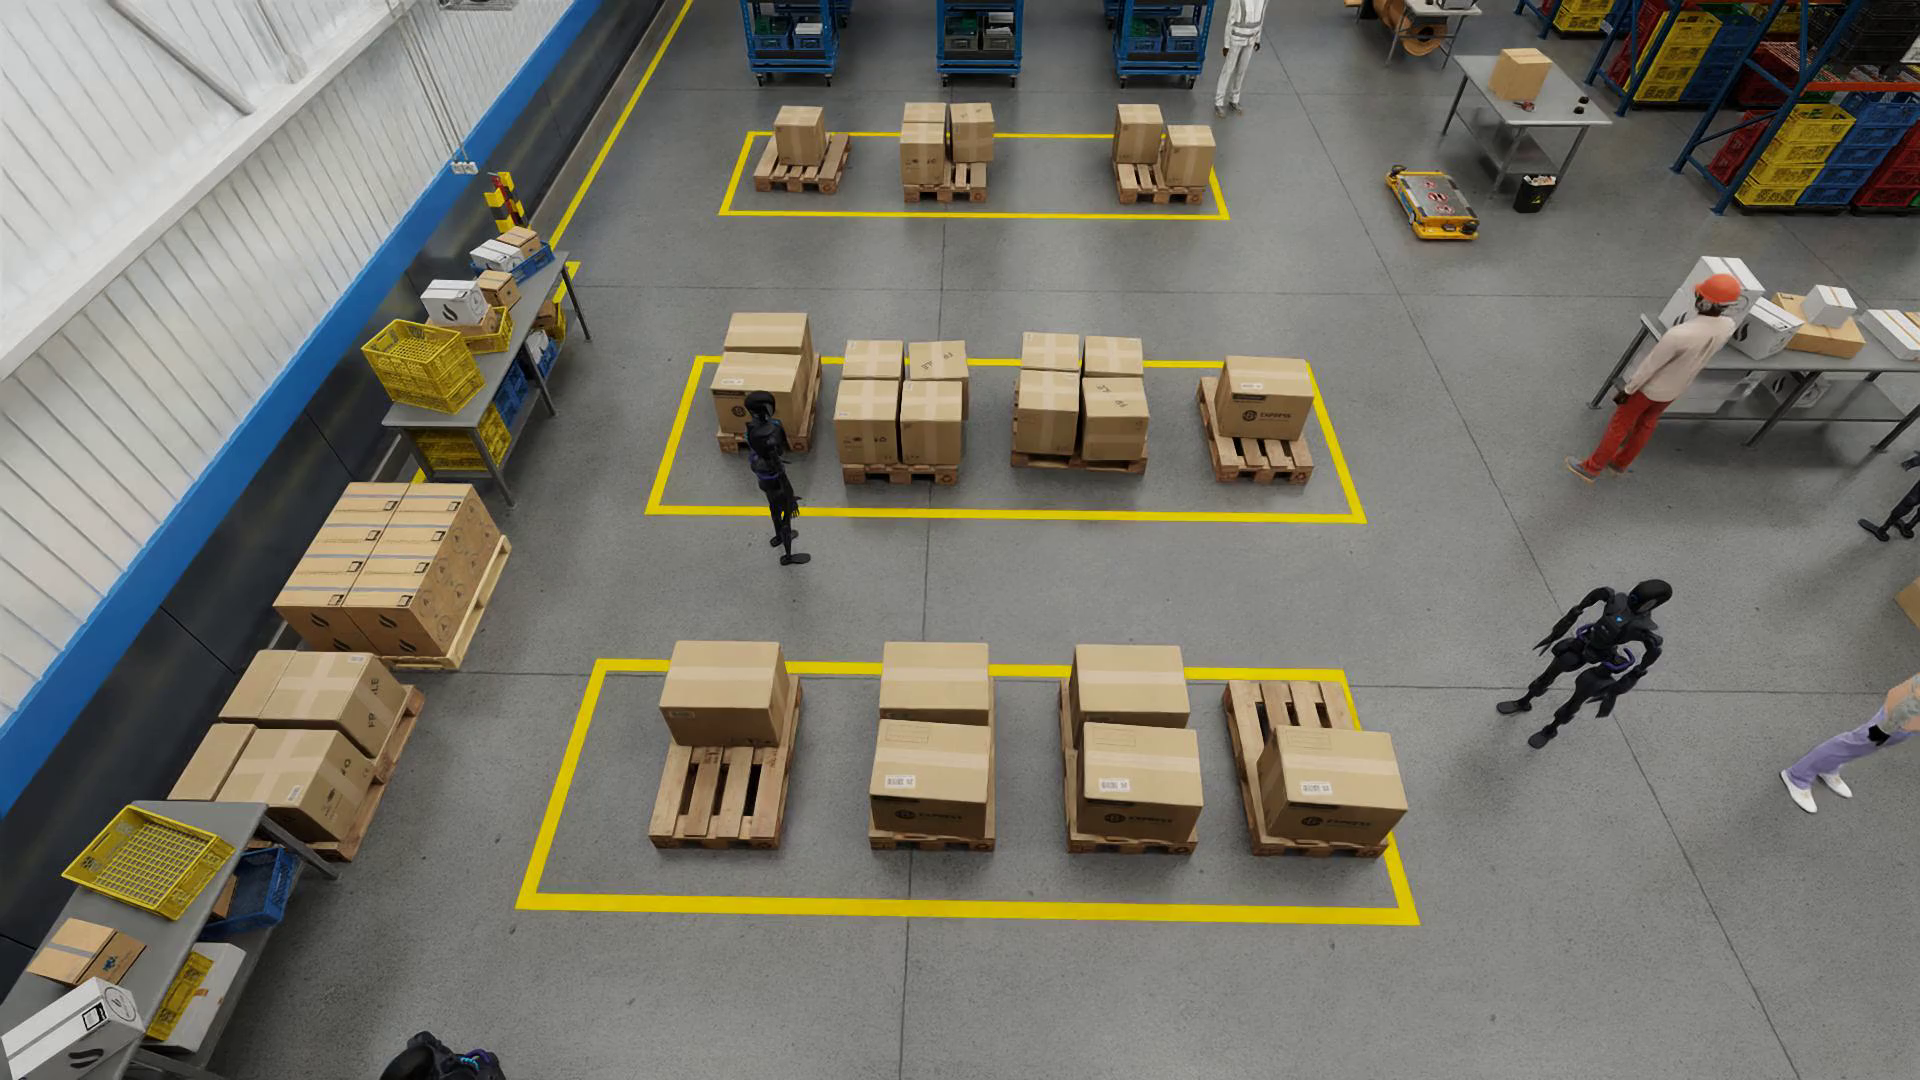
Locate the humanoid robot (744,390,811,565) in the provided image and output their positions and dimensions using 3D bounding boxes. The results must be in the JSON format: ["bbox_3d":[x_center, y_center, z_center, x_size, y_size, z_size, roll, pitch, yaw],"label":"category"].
[{"bbox_3d":[-1.398,-0.481,7.009,0.327,1.657,0.589,-19,52,-16],"label":"humanoid robot"}]

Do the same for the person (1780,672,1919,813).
[{"bbox_3d":[5.822,1.054,5.525,0.588,1.926,0.385,-13,50,-11],"label":"person"}]

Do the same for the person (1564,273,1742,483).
[{"bbox_3d":[5.706,-1.283,7.508,0.617,1.987,0.395,-11,50,-10],"label":"person"}]

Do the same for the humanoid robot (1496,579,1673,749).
[{"bbox_3d":[4.048,0.796,5.903,0.316,1.657,0.603,-16,51,-13],"label":"humanoid robot"}]

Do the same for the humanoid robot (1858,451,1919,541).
[{"bbox_3d":[7.822,-0.654,7.158,0.601,1.658,0.324,-4,49,-3],"label":"humanoid robot"}]

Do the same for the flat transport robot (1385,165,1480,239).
[{"bbox_3d":[5.692,-4.094,11.059,0.652,0.197,1.431,1,49,1],"label":"flat transport robot"}]

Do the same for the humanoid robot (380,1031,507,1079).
[{"bbox_3d":[-2.258,2.654,4.293,0.326,1.660,0.591,-33,57,-26],"label":"humanoid robot"}]

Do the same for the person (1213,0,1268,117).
[{"bbox_3d":[3.770,-6.658,12.228,0.582,1.883,0.347,-18,52,-15],"label":"person"}]
